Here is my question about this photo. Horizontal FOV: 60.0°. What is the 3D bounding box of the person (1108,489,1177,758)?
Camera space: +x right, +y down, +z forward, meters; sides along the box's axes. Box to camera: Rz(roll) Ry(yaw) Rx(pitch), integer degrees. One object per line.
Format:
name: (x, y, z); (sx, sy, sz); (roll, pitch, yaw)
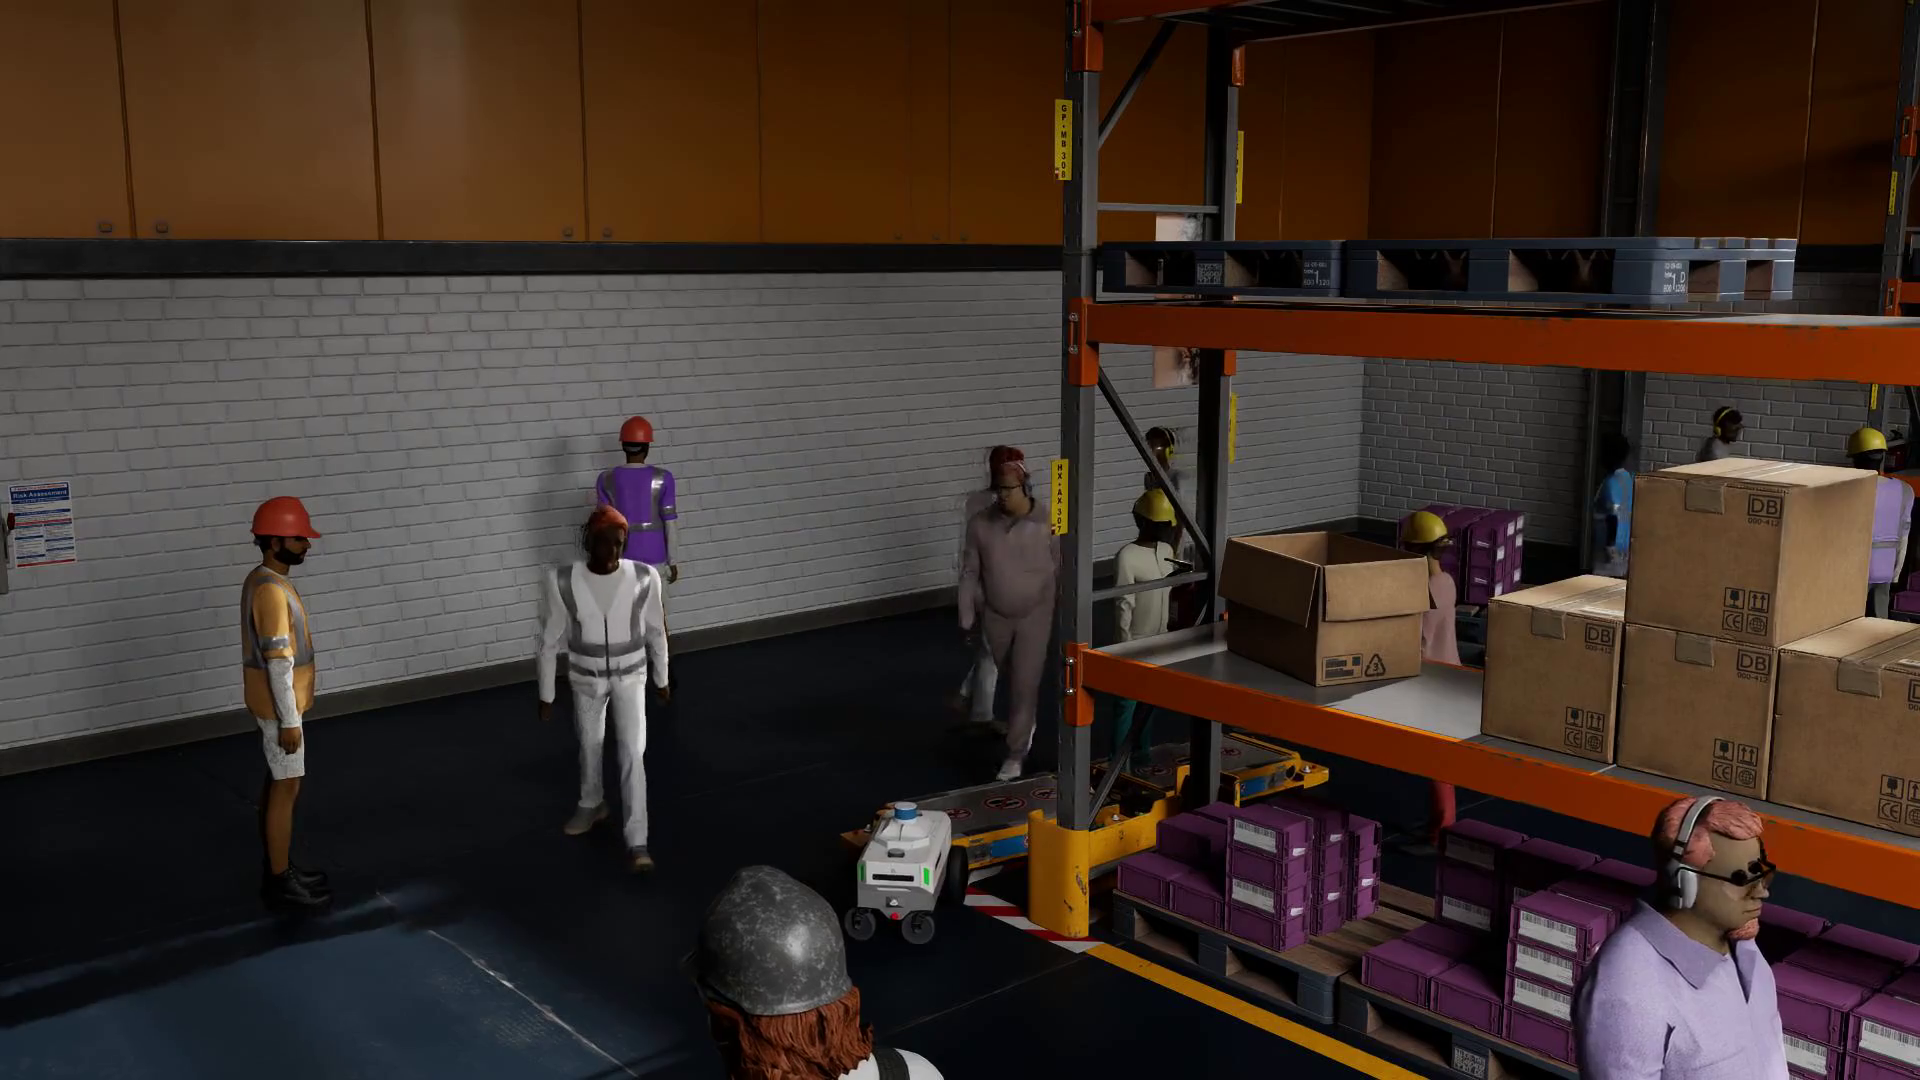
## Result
person: (1.048, 0.581, 9.308); (0.335, 1.759, 0.523); (8, 13, 40)

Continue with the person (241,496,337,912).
person: (-3.135, 0.755, 7.770); (0.376, 1.932, 0.551); (-5, 11, -26)

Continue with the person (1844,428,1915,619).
person: (5.916, 0.224, 10.928); (0.586, 1.917, 0.380); (-2, 10, -13)

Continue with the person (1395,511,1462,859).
person: (2.373, 0.729, 8.461); (0.397, 1.750, 0.529); (5, 11, 28)

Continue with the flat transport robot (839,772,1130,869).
flat transport robot: (0.162, 1.456, 8.529); (1.431, 0.197, 0.652); (-6, 11, -32)

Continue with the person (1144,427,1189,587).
person: (1.529, 0.085, 12.038); (0.954, 1.831, 0.536); (-7, 12, -34)

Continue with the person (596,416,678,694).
person: (-2.226, 0.111, 11.533); (0.548, 1.937, 0.379); (0, 10, -2)

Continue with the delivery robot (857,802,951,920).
delivery robot: (-0.246, 1.435, 7.548); (0.477, 0.478, 0.707); (1, 10, 7)

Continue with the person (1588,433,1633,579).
person: (5.070, 0.022, 12.789); (0.431, 1.690, 0.533); (7, 12, 34)

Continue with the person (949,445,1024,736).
person: (0.229, 0.327, 10.486); (0.438, 1.866, 0.583); (-4, 11, -23)

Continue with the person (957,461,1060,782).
person: (0.335, 0.447, 9.841); (0.658, 1.857, 1.049); (3, 10, 19)

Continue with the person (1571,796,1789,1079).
person: (1.574, 1.474, 3.623); (0.409, 1.912, 0.651); (9, 13, 43)

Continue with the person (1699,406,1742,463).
person: (6.202, -0.206, 13.749); (0.360, 1.826, 0.697); (3, 10, 17)

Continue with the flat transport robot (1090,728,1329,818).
flat transport robot: (1.346, 1.318, 9.338); (1.431, 0.197, 0.652); (-7, 12, -36)

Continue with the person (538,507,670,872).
person: (-1.803, 0.719, 8.382); (0.643, 1.814, 1.067); (-2, 10, -12)
